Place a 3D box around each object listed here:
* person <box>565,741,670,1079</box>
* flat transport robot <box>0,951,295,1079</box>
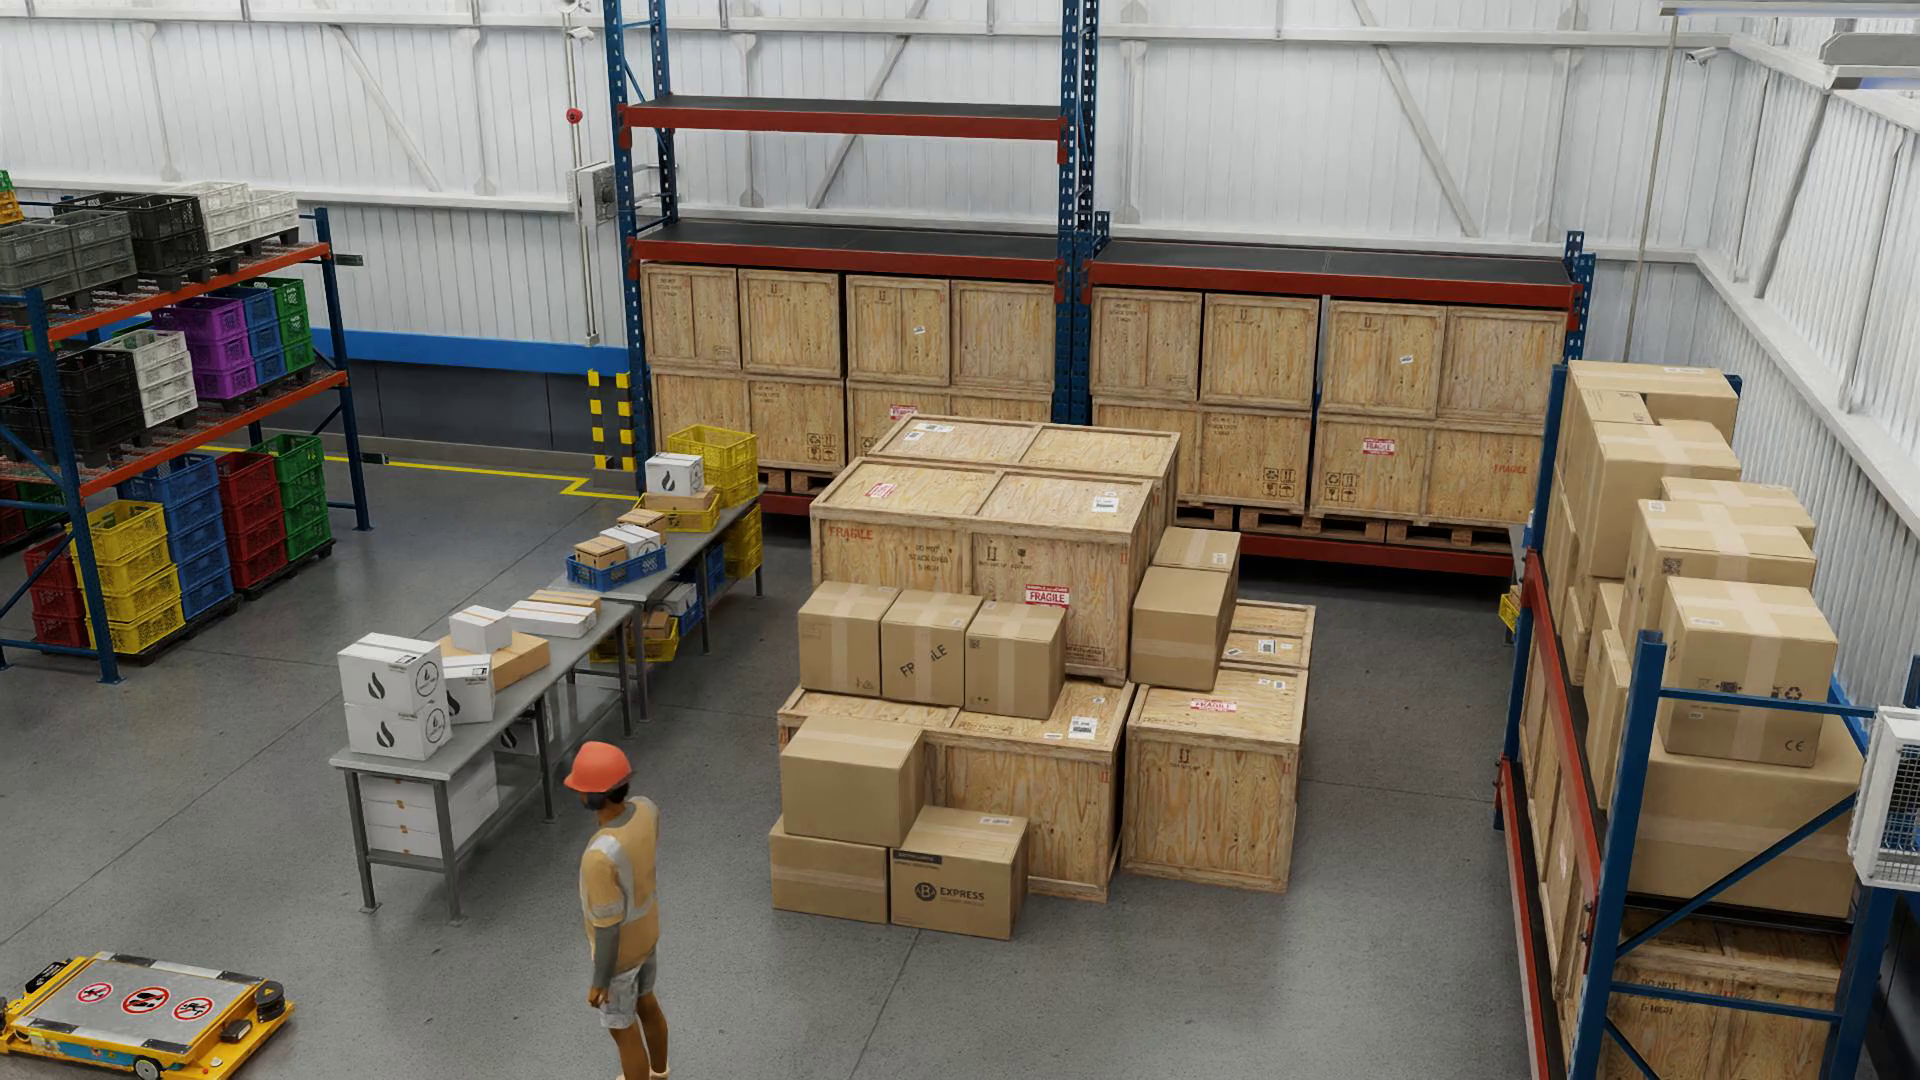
[{"bbox_3d":[-1.588,1.857,7.707,0.379,2.039,0.615,4,21,11],"label":"person"},{"bbox_3d":[-4.270,2.464,8.601,1.431,0.231,0.659,5,22,13],"label":"flat transport robot"}]
